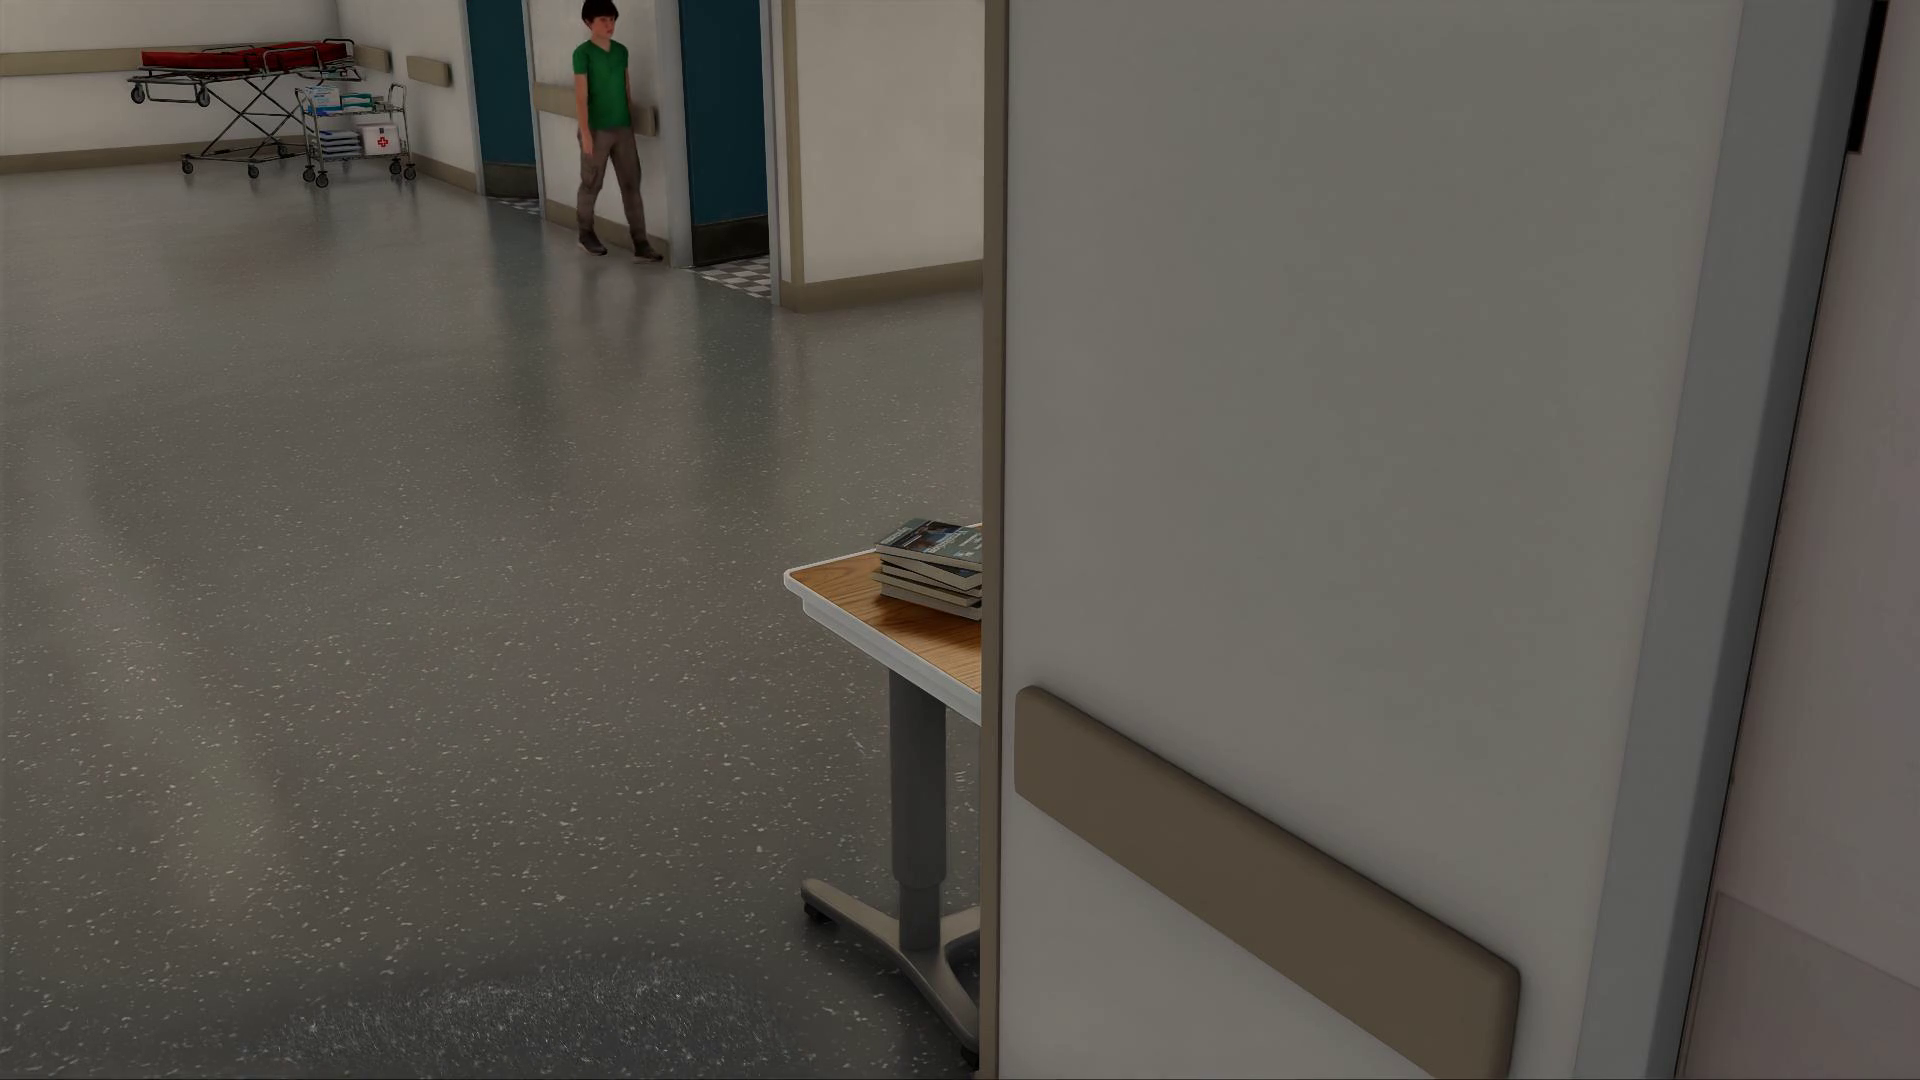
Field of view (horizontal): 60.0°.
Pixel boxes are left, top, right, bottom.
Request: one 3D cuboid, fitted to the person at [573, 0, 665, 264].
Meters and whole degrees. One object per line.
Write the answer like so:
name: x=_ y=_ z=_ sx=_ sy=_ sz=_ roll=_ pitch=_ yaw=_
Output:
person: x=-2.276 y=-2.542 z=10.446 sx=0.712 sy=1.605 sz=1.152 roll=-19 pitch=28 yaw=-40
